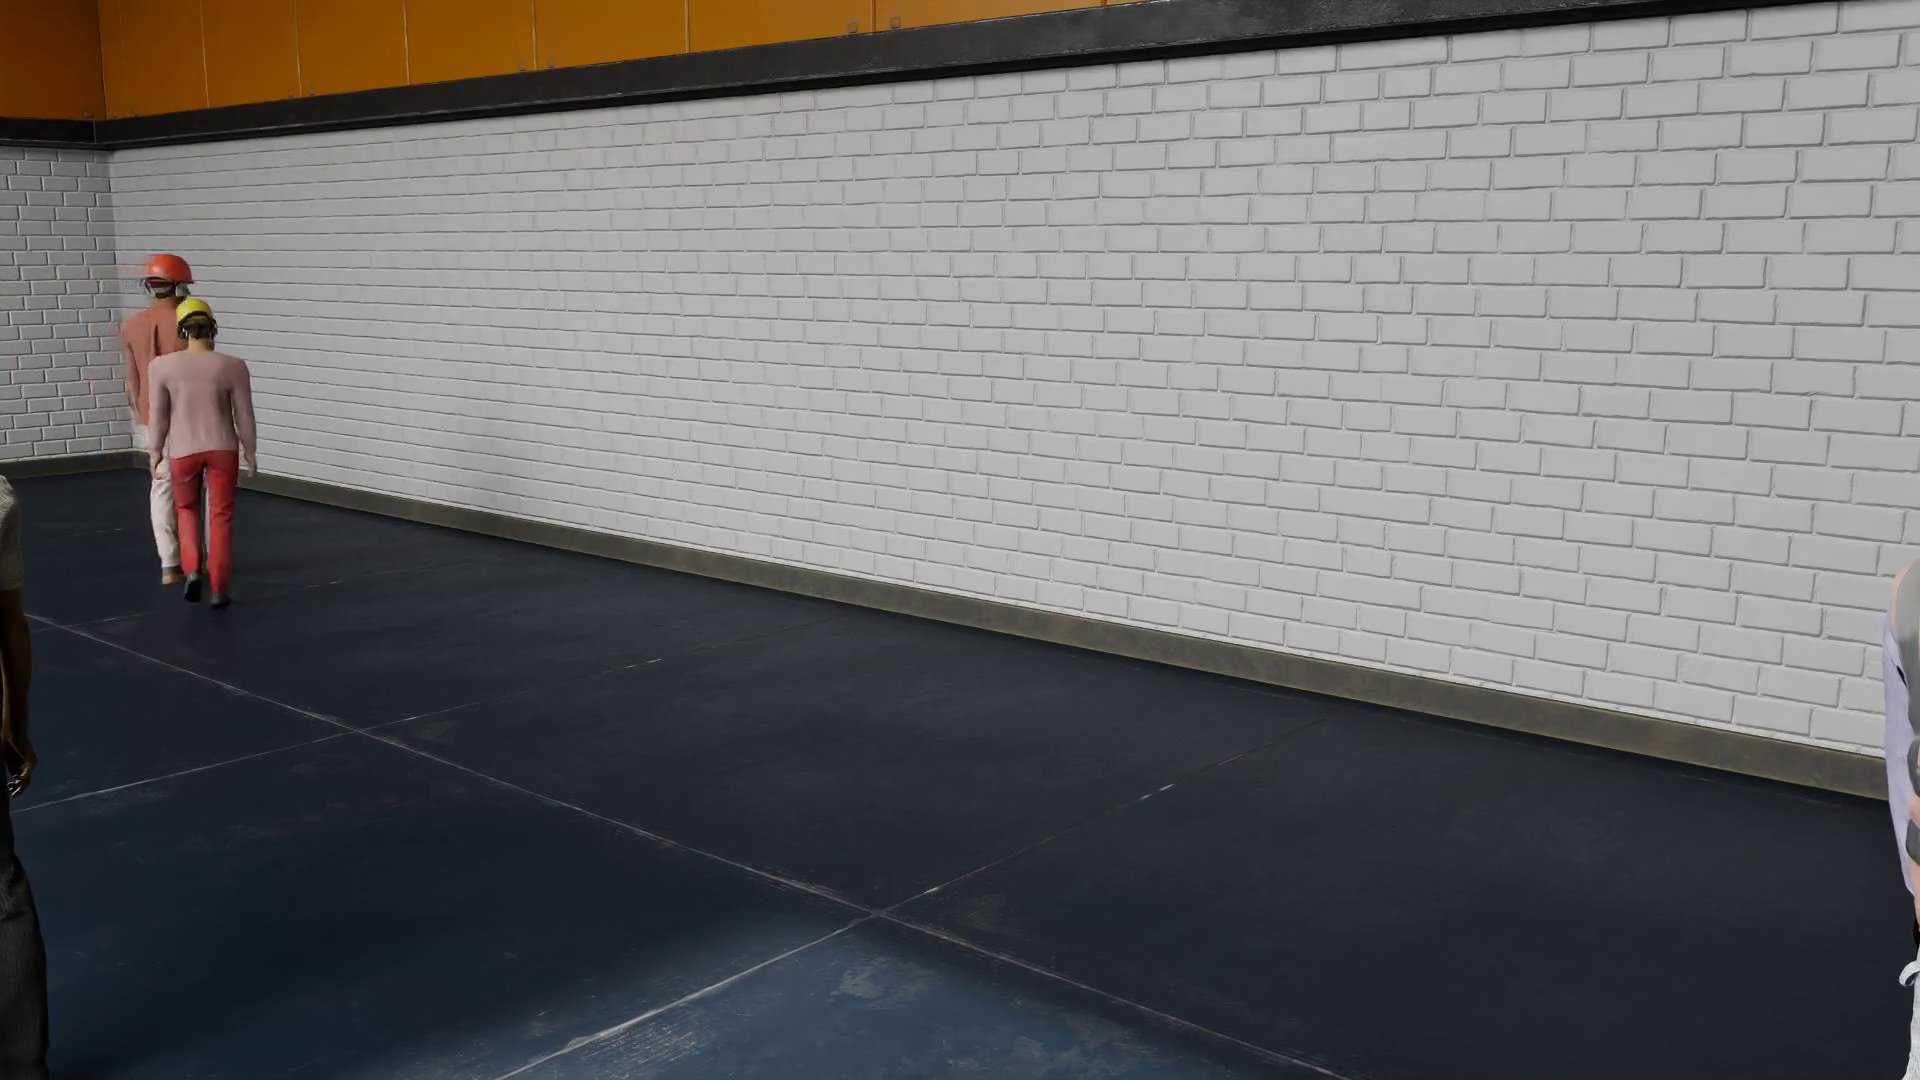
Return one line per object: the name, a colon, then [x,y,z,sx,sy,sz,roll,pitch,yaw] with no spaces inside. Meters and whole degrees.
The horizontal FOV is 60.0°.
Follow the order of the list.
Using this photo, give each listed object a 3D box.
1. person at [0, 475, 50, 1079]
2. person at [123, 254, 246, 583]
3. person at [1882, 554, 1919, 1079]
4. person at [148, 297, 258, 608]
person: [-2.305,0.466,3.685,0.334,1.845,0.513,5,11,26]
person: [-4.732,-0.748,10.197,0.634,1.972,0.722,2,10,10]
person: [1.766,0.645,2.673,0.429,1.847,0.627,-2,10,-13]
person: [-4.251,-0.484,9.360,0.564,1.736,0.408,-4,11,-20]
